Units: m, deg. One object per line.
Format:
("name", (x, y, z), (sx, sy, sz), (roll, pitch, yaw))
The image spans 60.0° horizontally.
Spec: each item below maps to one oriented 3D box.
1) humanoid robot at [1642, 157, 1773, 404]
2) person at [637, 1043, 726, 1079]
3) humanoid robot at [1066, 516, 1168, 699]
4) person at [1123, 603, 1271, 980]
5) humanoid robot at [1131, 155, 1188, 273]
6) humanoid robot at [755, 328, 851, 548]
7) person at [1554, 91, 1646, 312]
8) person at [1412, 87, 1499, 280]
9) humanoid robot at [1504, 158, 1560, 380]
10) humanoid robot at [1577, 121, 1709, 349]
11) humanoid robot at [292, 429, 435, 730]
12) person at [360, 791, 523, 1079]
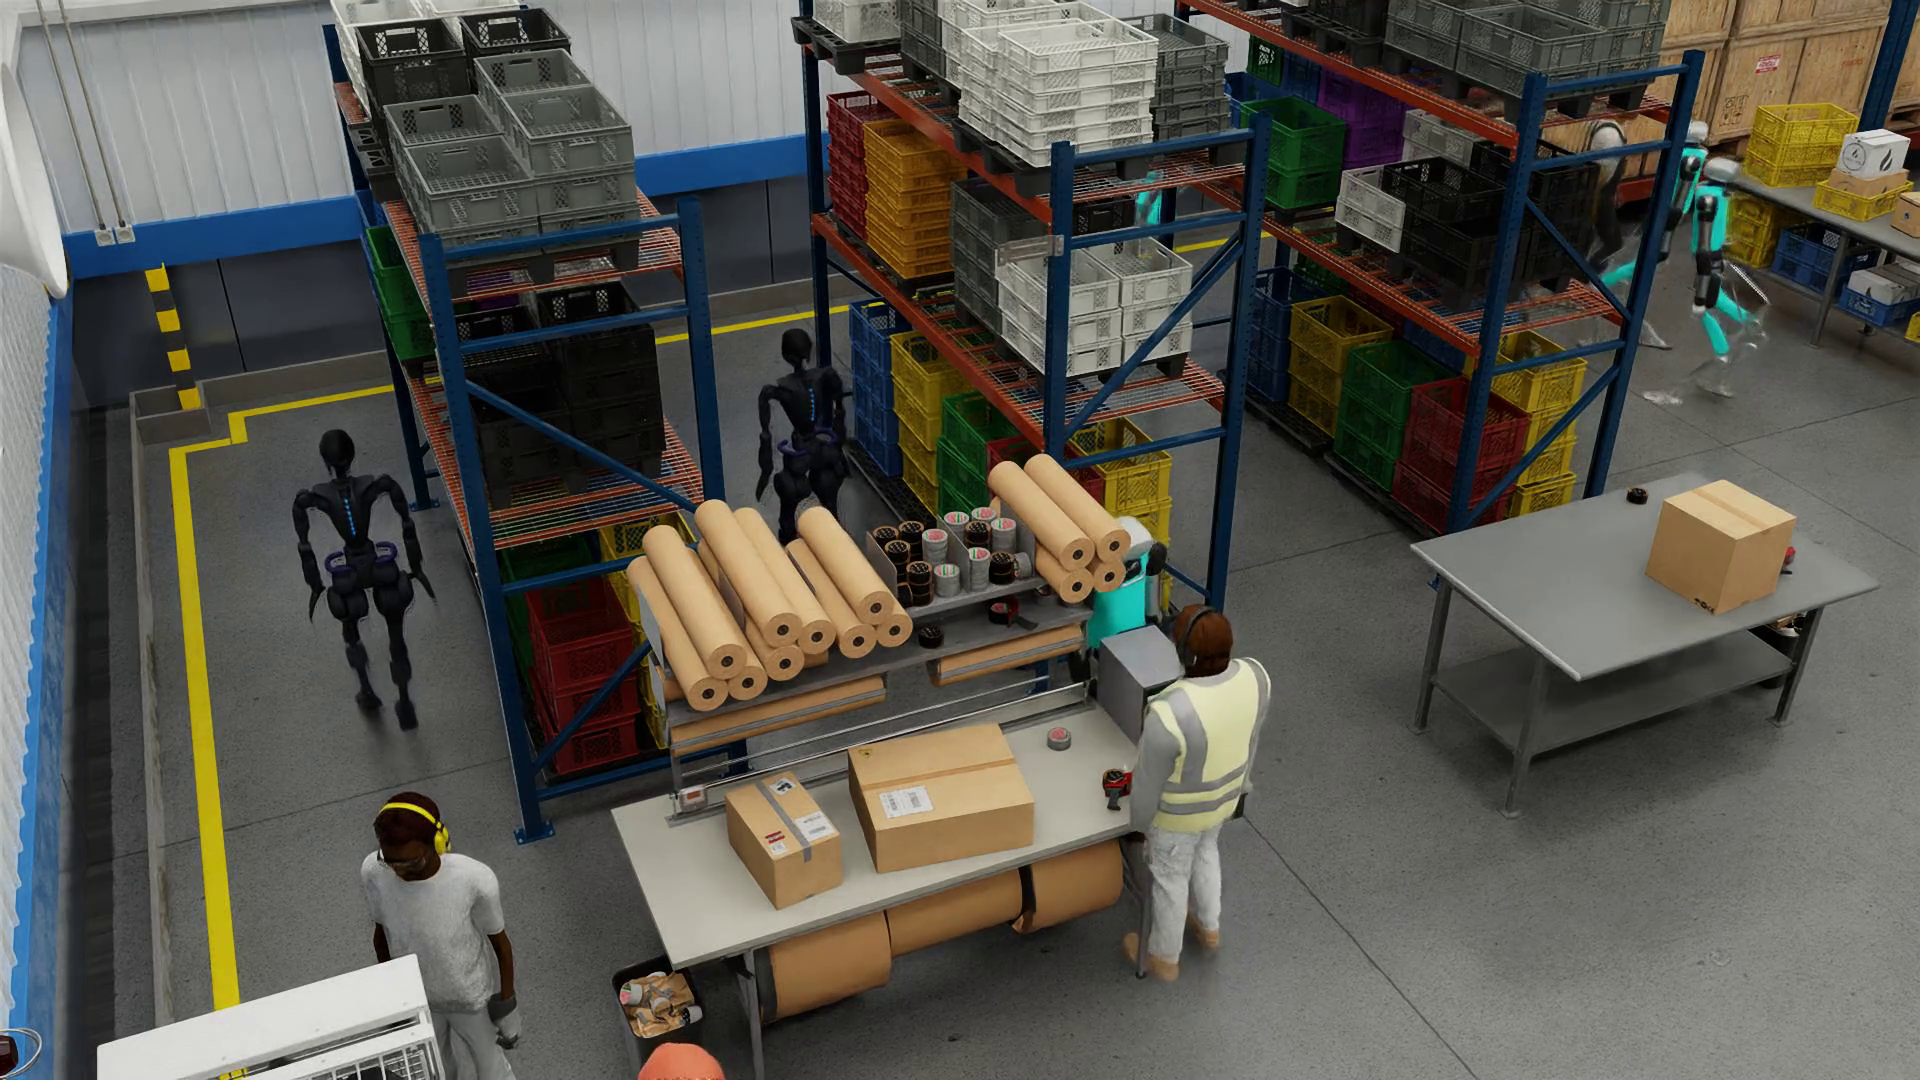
("humanoid robot", (5.274, -1.684, 11.320), (0.848, 1.773, 0.535), (14, 34, 22))
("person", (-0.688, 2.195, 4.739), (0.612, 2.030, 0.423), (-19, 36, -27))
("humanoid robot", (0.845, 0.808, 7.319), (0.569, 1.817, 0.820), (-20, 37, -29))
("person", (0.926, 1.048, 6.784), (0.630, 1.835, 0.441), (-23, 38, -32))
("humanoid robot", (1.502, -2.871, 13.240), (0.624, 1.780, 0.850), (21, 37, 30))
("humanoid robot", (-0.845, -0.418, 9.351), (0.587, 1.638, 0.765), (-20, 37, -29))
("person", (4.905, -2.592, 12.701), (0.458, 1.823, 0.496), (5, 32, 8))
("person", (3.818, -2.766, 12.937), (0.753, 1.873, 0.597), (19, 36, 28))
("humanoid robot", (4.029, -1.922, 11.788), (0.772, 1.627, 0.600), (19, 36, 28))
("humanoid robot", (4.929, -2.189, 12.174), (0.878, 1.795, 0.548), (11, 33, 17))
("humanoid robot", (-2.967, 0.194, 8.313), (0.610, 1.644, 0.426), (-13, 34, -20))
("person", (-1.790, 1.622, 5.816), (0.512, 1.864, 0.329), (4, 32, 6))
